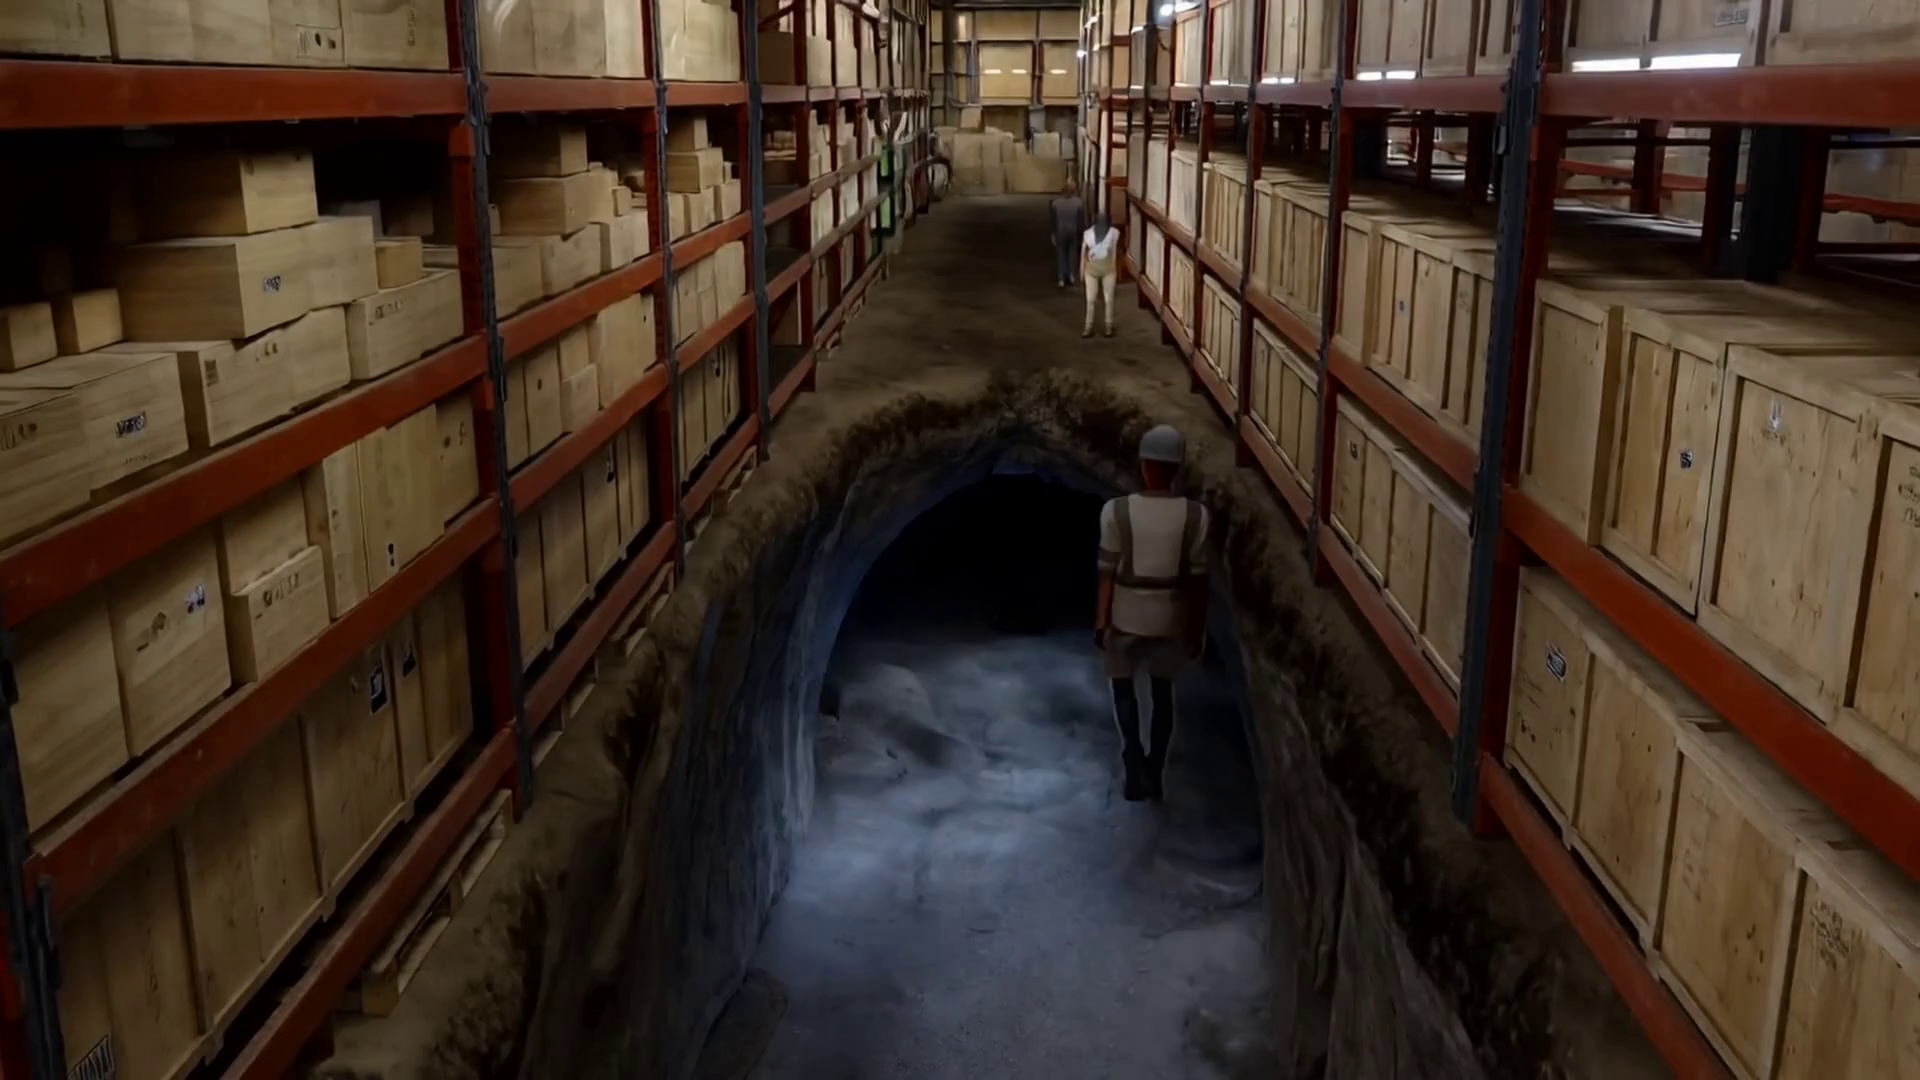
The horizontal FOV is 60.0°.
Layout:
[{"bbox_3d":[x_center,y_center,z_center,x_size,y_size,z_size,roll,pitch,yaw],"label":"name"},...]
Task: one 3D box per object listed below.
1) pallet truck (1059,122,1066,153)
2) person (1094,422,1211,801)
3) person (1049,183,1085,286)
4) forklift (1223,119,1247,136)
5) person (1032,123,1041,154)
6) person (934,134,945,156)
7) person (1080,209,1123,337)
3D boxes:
[{"bbox_3d":[5.788,-21.111,88.014,1.885,1.965,0.823,5,16,18],"label":"pallet truck"},{"bbox_3d":[0.949,0.390,8.159,0.556,1.919,0.577,0,15,-1],"label":"person"},{"bbox_3d":[1.984,-5.666,30.827,0.668,1.850,1.013,2,15,6],"label":"person"},{"bbox_3d":[7.225,-9.588,43.467,1.129,2.768,1.873,-14,20,-41],"label":"forklift"},{"bbox_3d":[4.049,-20.986,87.708,0.587,1.922,0.390,11,19,35],"label":"person"},{"bbox_3d":[-0.781,-14.174,62.233,0.439,1.974,0.650,-1,15,-4],"label":"person"},{"bbox_3d":[2.039,-3.885,24.210,0.633,1.846,0.429,5,16,18],"label":"person"}]
